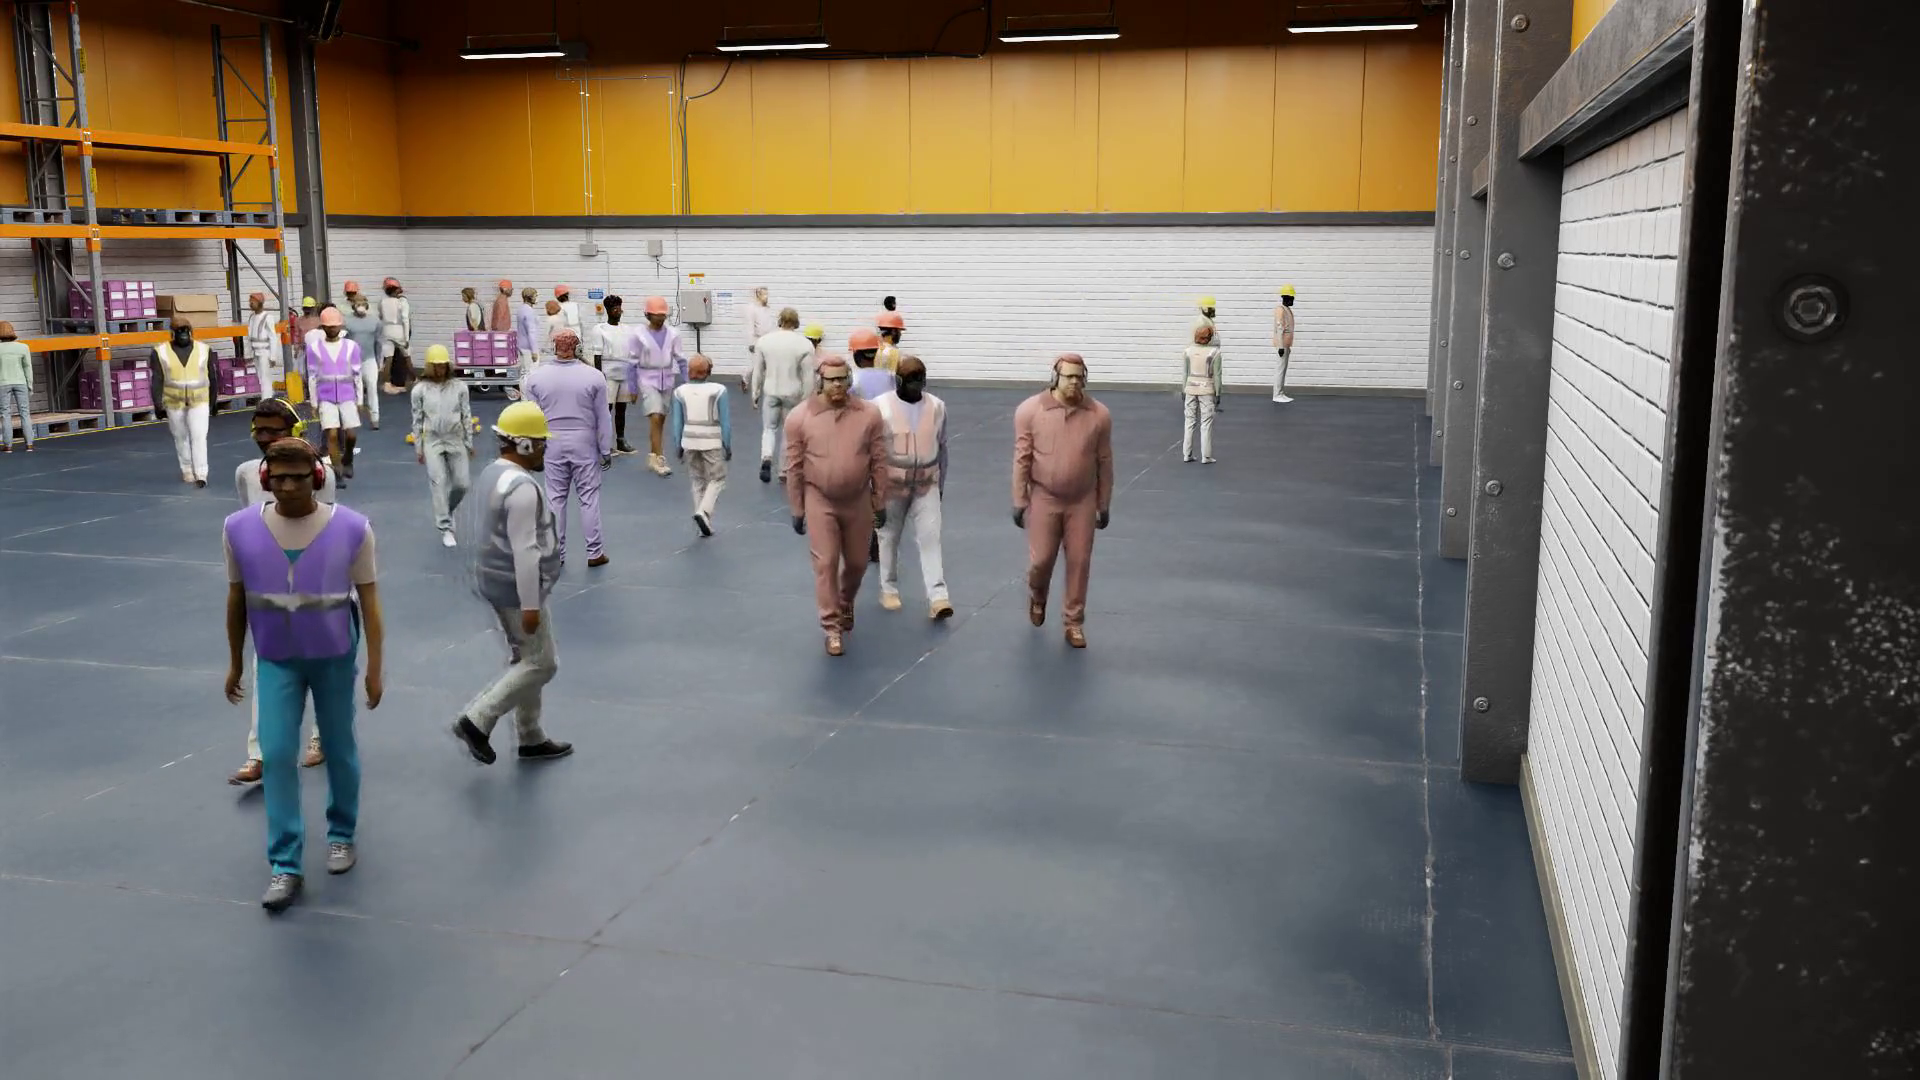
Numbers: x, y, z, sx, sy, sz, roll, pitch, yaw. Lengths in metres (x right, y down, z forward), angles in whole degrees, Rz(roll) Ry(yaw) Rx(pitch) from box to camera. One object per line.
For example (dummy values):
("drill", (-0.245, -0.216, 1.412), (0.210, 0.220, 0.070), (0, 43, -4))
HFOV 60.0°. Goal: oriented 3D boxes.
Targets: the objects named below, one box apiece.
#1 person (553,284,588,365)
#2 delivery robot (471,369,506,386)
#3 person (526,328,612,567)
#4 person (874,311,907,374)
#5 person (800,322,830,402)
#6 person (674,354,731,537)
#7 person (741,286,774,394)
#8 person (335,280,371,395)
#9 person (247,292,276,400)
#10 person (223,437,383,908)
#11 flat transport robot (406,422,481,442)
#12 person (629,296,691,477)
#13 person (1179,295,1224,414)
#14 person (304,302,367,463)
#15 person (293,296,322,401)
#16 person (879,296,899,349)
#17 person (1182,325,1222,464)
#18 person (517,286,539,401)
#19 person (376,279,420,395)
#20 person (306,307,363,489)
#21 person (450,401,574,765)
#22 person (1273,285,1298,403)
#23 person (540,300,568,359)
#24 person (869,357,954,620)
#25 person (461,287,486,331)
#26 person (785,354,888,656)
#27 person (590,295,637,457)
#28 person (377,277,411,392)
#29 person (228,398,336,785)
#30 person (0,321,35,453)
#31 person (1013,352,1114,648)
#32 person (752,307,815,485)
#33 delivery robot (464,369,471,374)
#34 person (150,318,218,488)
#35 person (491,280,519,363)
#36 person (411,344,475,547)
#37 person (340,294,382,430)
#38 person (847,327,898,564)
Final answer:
("person", (-6.915, -3.632, 29.759), (0.824, 1.879, 0.598), (7, 12, 36))
("delivery robot", (-8.166, -2.898, 29.103), (0.707, 0.478, 0.477), (-6, 12, -33))
("person", (-3.095, -0.729, 13.257), (0.651, 1.906, 0.404), (-1, 10, -3))
("person", (-0.603, -1.285, 16.349), (0.653, 1.920, 0.578), (-6, 12, -31))
("person", (-1.572, -1.589, 18.652), (0.546, 1.726, 0.822), (9, 14, 42))
("person", (-2.251, -0.804, 14.451), (0.520, 1.622, 0.504), (2, 10, 14))
("person", (-3.398, -3.367, 28.252), (0.661, 1.885, 0.662), (8, 13, 39))
("person", (-10.256, -3.394, 28.120), (0.612, 1.981, 0.424), (-2, 10, -12))
("person", (-10.529, -2.794, 25.048), (0.588, 1.883, 0.386), (8, 13, 39))
("person", (-2.593, 0.507, 6.524), (0.624, 1.808, 0.836), (-2, 10, -10))
("flat transport robot", (-6.866, -1.482, 22.153), (0.652, 0.197, 1.431), (-1, 10, -3))
("person", (-3.300, -1.701, 18.492), (0.643, 1.991, 0.966), (-7, 12, -34))
("person", (3.711, -2.841, 25.486), (0.673, 1.814, 0.598), (4, 11, 22))
("person", (-7.419, -1.878, 19.844), (0.608, 1.882, 0.932), (4, 11, 22))
("person", (-10.465, -3.050, 26.815), (0.550, 1.751, 0.417), (0, 10, 1))
("person", (-1.254, -3.491, 29.504), (0.386, 1.681, 0.555), (2, 10, 13))
("person", (2.844, -1.713, 19.619), (0.509, 1.629, 0.314), (6, 12, 32))
("person", (-6.599, -2.909, 25.509), (0.379, 1.940, 0.629), (-5, 11, -26))
("person", (-9.799, -3.522, 28.872), (0.603, 1.983, 1.027), (1, 10, 5))
("person", (-6.624, -1.513, 17.650), (0.549, 1.920, 0.555), (-5, 11, -25))
("person", (-2.193, 0.231, 8.095), (0.540, 1.808, 0.622), (-6, 12, -31))
("person", (5.338, -3.220, 27.303), (0.373, 1.925, 0.595), (4, 11, 22))
("person", (-7.089, -3.393, 29.152), (0.507, 1.613, 0.506), (4, 11, 24))
("person", (-0.339, -0.348, 11.415), (0.631, 1.795, 0.950), (-3, 10, -17))
("person", (-8.918, -3.677, 30.209), (0.873, 1.804, 0.538), (-1, 10, -3))
("person", (-0.789, -0.251, 10.646), (0.653, 1.881, 0.761), (-3, 10, -17))
("person", (-4.220, -2.009, 20.339), (0.367, 1.966, 0.606), (7, 12, 34))
("person", (-9.965, -3.618, 29.236), (0.562, 2.000, 0.745), (-8, 13, -37))
("person", (-3.224, 0.252, 7.893), (0.561, 1.833, 0.888), (0, 10, 2))
("person", (-11.792, -1.902, 20.667), (0.500, 1.636, 0.286), (-8, 13, -38))
("person", (0.659, -0.270, 10.710), (0.662, 1.886, 0.543), (-1, 10, -6))
("person", (-1.889, -1.508, 17.671), (0.684, 1.907, 0.628), (1, 10, 6))
("delivery robot", (-8.884, -2.867, 28.923), (0.707, 0.478, 0.477), (-1, 10, -8))
("person", (-8.244, -1.458, 17.708), (0.648, 1.790, 0.981), (-5, 11, -26))
("person", (-8.382, -3.823, 30.678), (0.983, 1.929, 0.624), (-5, 11, -26))
("person", (-4.445, -0.826, 14.289), (0.501, 1.728, 0.530), (-6, 12, -30))
("person", (-8.454, -2.518, 23.442), (0.632, 1.902, 0.985), (-6, 11, -29))
("person", (-0.687, -0.728, 13.245), (0.553, 1.919, 0.670), (-6, 12, -30))
